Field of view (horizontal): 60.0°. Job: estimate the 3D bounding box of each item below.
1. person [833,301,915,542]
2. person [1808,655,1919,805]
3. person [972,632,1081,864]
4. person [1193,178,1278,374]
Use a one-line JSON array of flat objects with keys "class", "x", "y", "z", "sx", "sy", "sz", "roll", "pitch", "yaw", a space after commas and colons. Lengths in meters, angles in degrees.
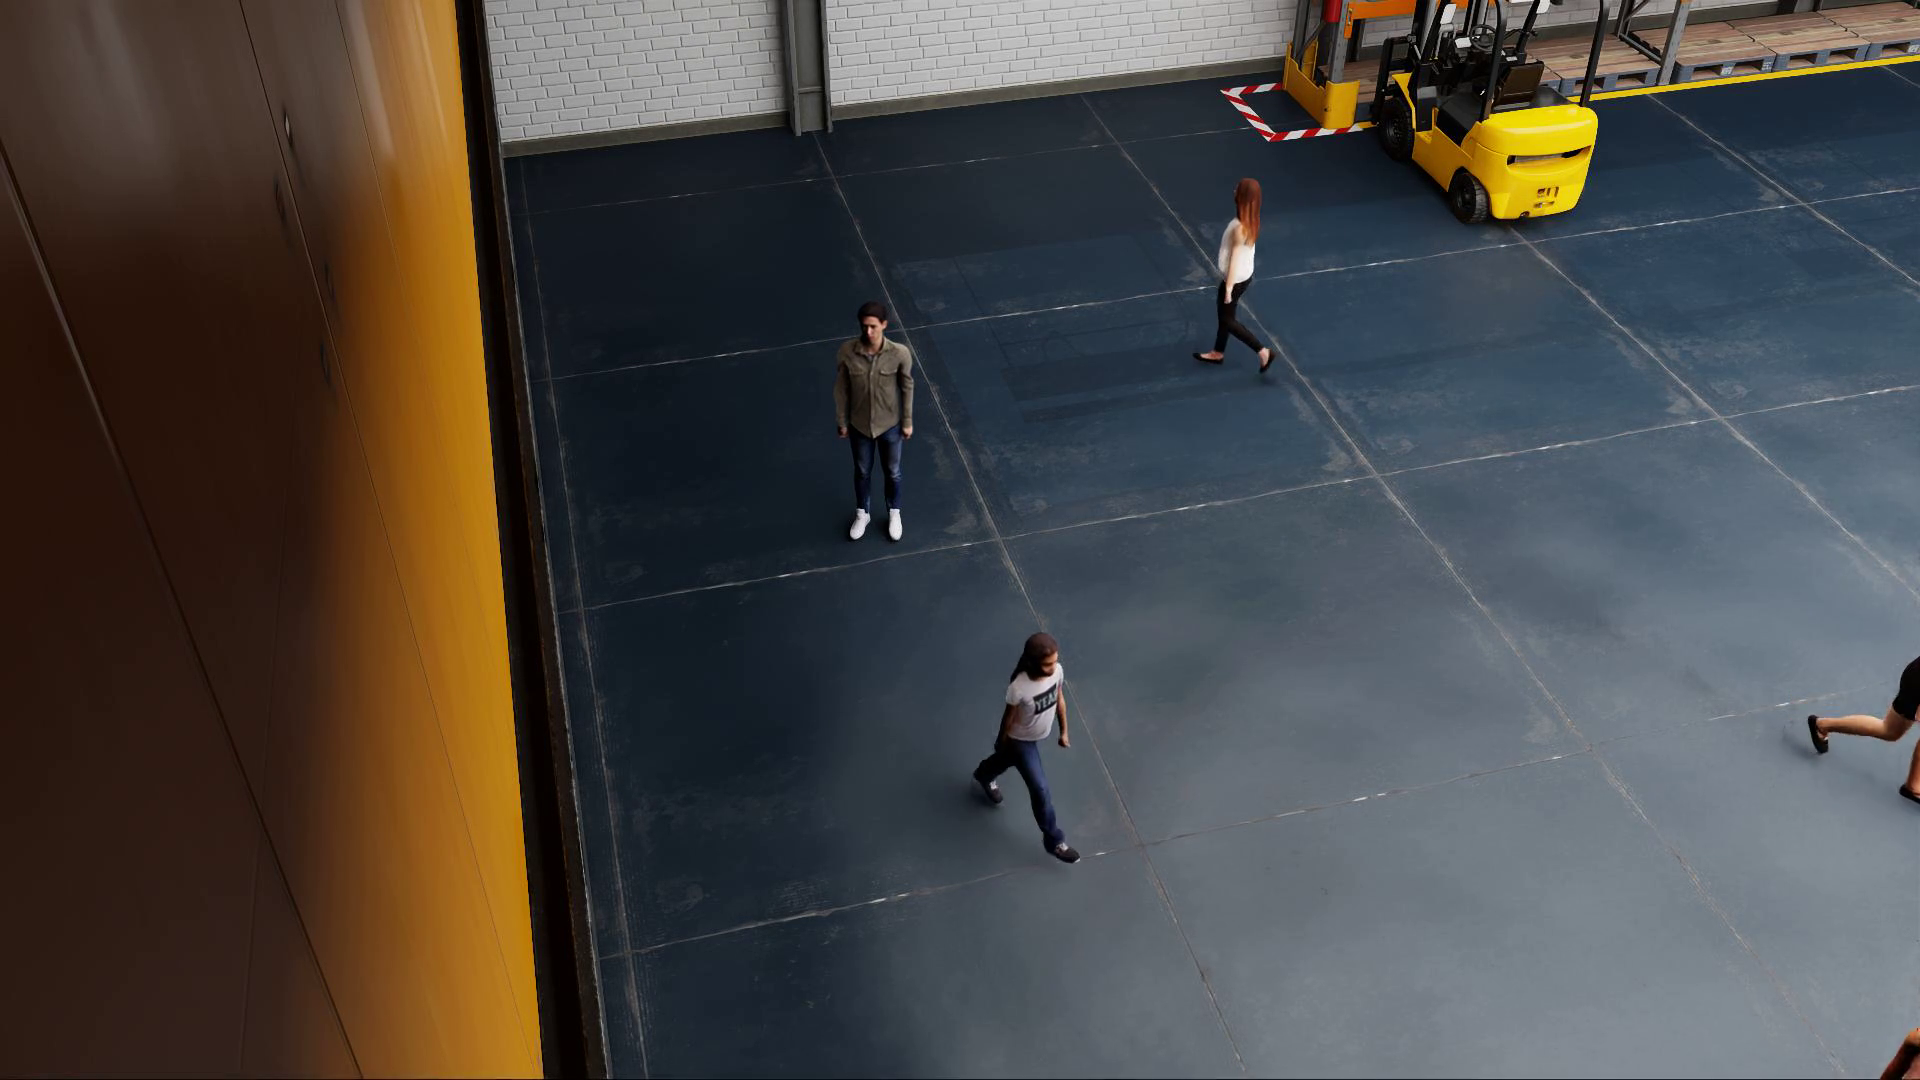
[{"class": "person", "x": -0.589, "y": -0.840, "z": 11.627, "sx": 0.643, "sy": 1.865, "sz": 0.833, "roll": 2, "pitch": 39, "yaw": 2}, {"class": "person", "x": 5.552, "y": 0.772, "z": 9.669, "sx": 1.132, "sy": 1.790, "sz": 0.986, "roll": -26, "pitch": 45, "yaw": -29}, {"class": "person", "x": 0.326, "y": 1.070, "z": 9.520, "sx": 1.137, "sy": 1.509, "sz": 0.988, "roll": -30, "pitch": 47, "yaw": -32}, {"class": "person", "x": 2.279, "y": -2.073, "z": 13.298, "sx": 1.019, "sy": 1.706, "sz": 0.920, "roll": 16, "pitch": 41, "yaw": 19}]
